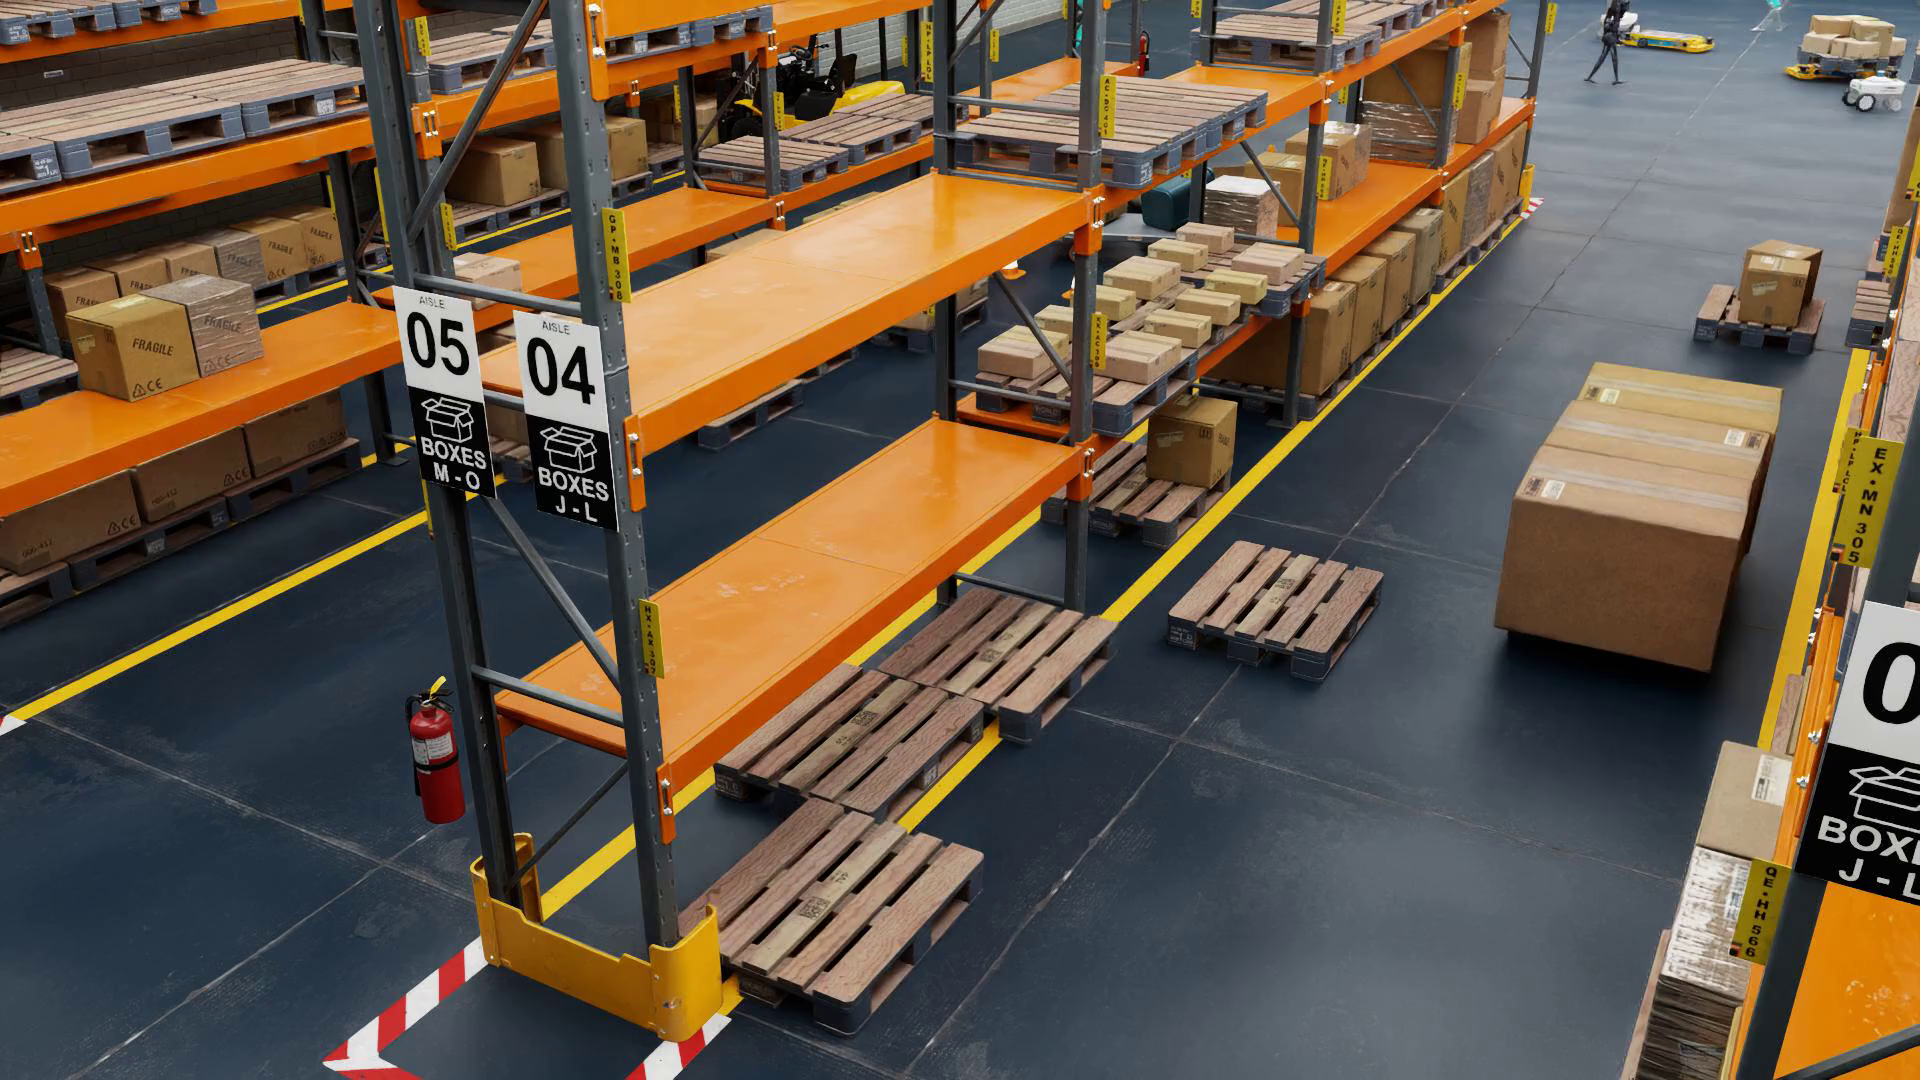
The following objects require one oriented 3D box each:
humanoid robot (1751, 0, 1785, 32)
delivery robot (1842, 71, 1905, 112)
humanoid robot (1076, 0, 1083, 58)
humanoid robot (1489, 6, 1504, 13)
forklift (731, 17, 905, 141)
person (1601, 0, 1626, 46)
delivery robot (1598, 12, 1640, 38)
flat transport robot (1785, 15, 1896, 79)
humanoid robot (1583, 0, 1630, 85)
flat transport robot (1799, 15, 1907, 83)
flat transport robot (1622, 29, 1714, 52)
[{"bbox_3d":[15.467,-10.474,31.493,0.853,1.854,0.555,3,26,6],"label":"humanoid robot"},{"bbox_3d":[13.795,-6.756,25.039,0.765,0.583,0.499,0,26,1],"label":"delivery robot"},{"bbox_3d":[1.943,-8.318,26.907,0.900,1.745,0.548,-23,34,-39],"label":"humanoid robot"},{"bbox_3d":[7.578,-6.825,23.933,0.613,1.643,0.592,7,27,15],"label":"humanoid robot"},{"bbox_3d":[-1.819,-5.975,21.543,2.313,2.155,1.214,14,29,26],"label":"forklift"},{"bbox_3d":[11.964,-9.981,30.134,0.369,1.960,0.600,-5,26,-10],"label":"person"},{"bbox_3d":[12.307,-9.670,31.088,0.766,0.580,0.499,-16,30,-29],"label":"delivery robot"},{"bbox_3d":[14.474,-7.738,27.420,1.431,0.231,0.659,2,26,4],"label":"flat transport robot"},{"bbox_3d":[10.470,-8.134,26.653,0.694,1.639,0.598,11,28,21],"label":"humanoid robot"},{"bbox_3d":[14.582,-7.709,27.360,0.659,0.231,1.431,-11,28,-22],"label":"flat transport robot"},{"bbox_3d":[12.818,-9.033,30.112,0.659,0.231,1.431,-23,34,-40],"label":"flat transport robot"}]
